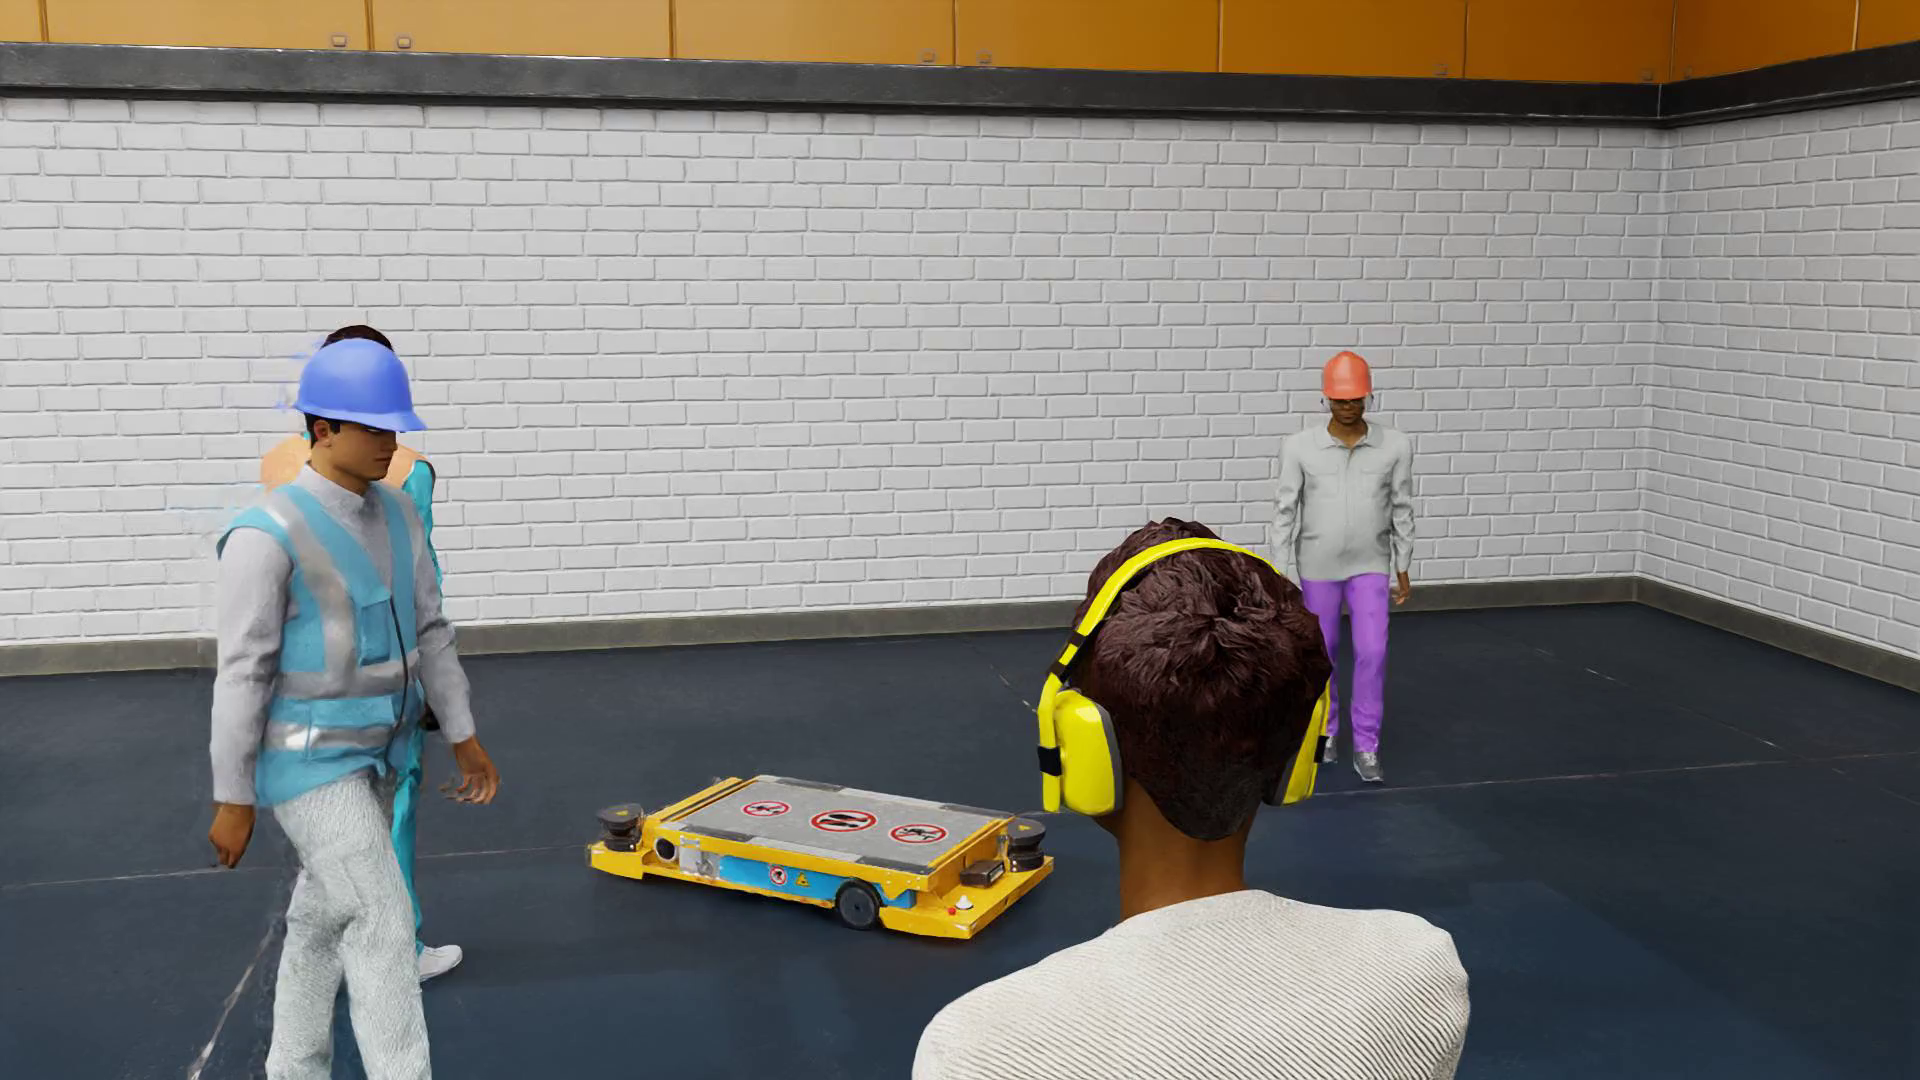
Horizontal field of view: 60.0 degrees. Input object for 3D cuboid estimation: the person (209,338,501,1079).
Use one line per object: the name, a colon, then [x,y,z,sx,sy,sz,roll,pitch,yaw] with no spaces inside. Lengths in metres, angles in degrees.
person: [-1.302,0.504,3.787,0.837,1.907,0.610,2,9,11]

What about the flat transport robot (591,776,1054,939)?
flat transport robot: [-0.467,1.026,5.601,1.431,0.197,0.652,5,10,26]

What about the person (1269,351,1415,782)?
person: [1.556,0.106,6.754,0.596,1.721,0.712,1,9,8]

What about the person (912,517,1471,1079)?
person: [0.175,0.911,1.437,0.520,1.873,0.328,-4,10,-24]

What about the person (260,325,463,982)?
person: [-1.721,0.349,4.761,0.587,1.911,0.392,4,10,24]
